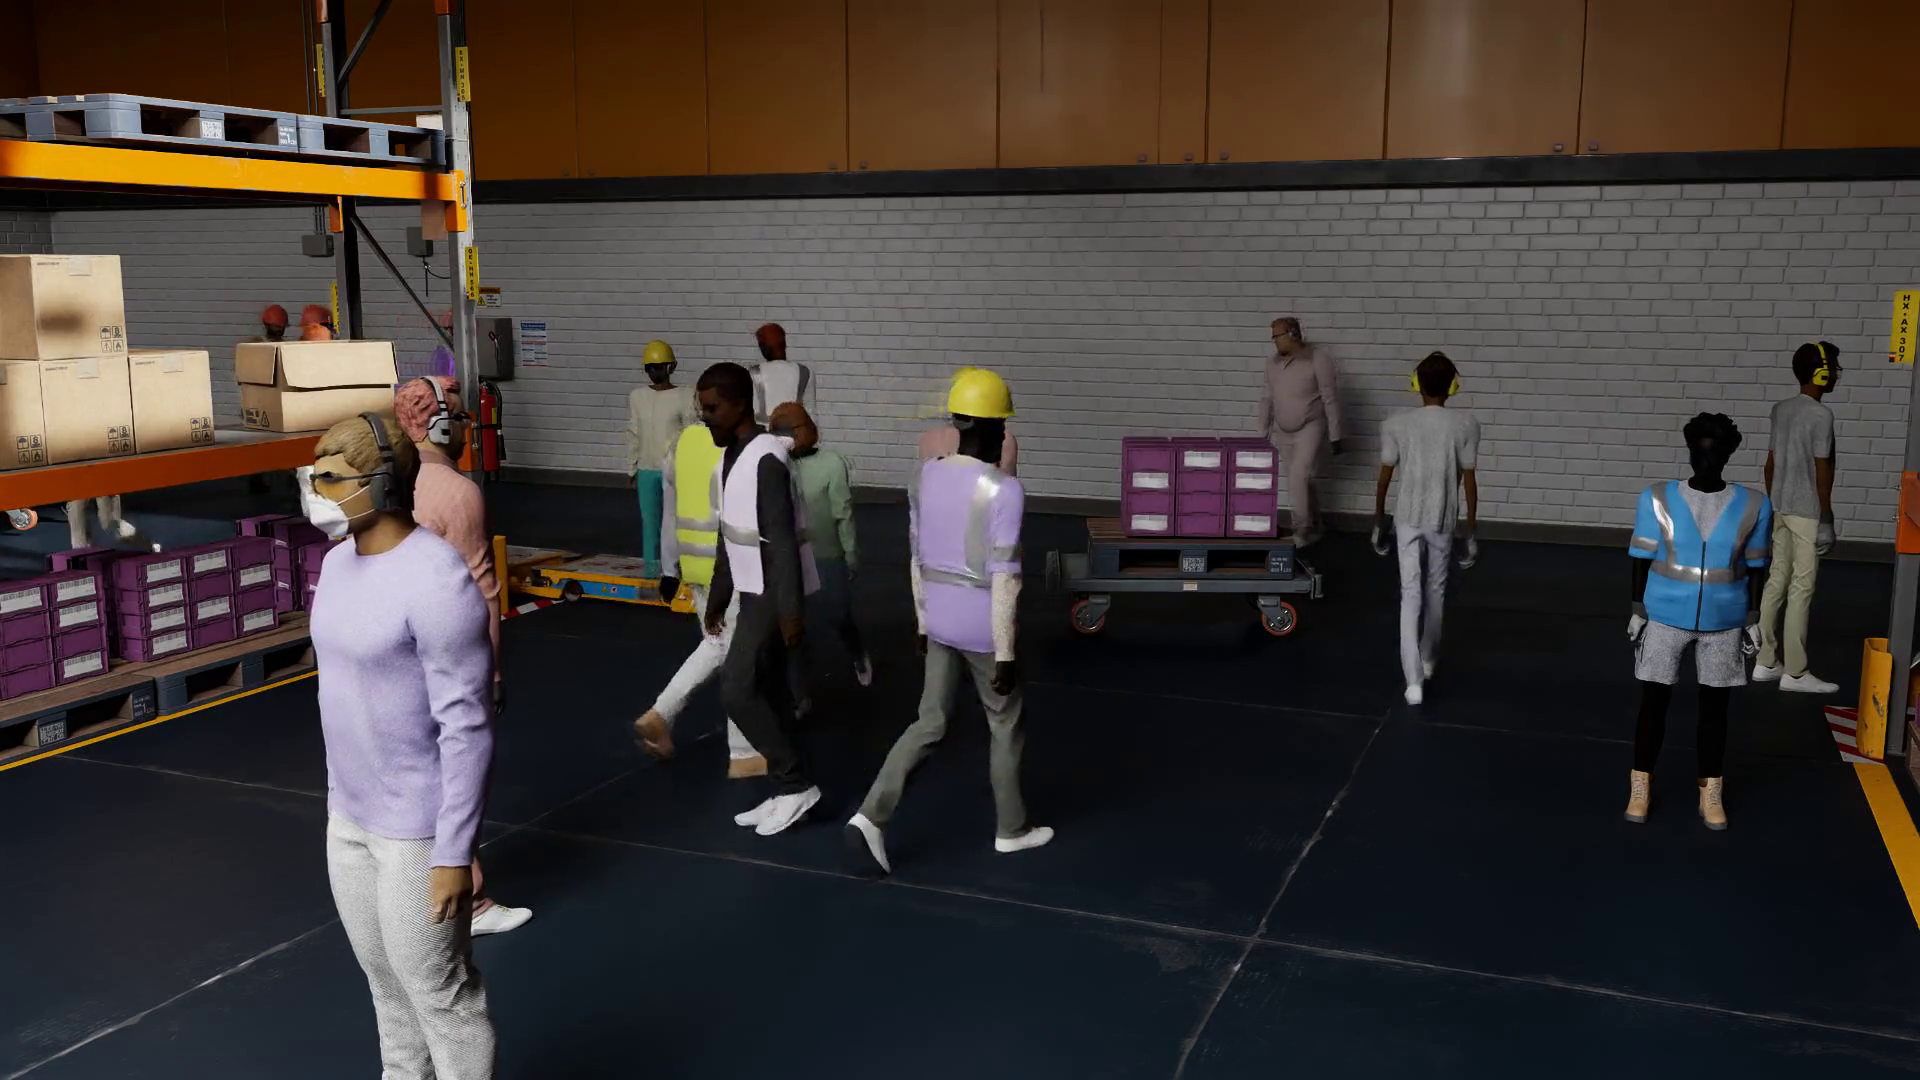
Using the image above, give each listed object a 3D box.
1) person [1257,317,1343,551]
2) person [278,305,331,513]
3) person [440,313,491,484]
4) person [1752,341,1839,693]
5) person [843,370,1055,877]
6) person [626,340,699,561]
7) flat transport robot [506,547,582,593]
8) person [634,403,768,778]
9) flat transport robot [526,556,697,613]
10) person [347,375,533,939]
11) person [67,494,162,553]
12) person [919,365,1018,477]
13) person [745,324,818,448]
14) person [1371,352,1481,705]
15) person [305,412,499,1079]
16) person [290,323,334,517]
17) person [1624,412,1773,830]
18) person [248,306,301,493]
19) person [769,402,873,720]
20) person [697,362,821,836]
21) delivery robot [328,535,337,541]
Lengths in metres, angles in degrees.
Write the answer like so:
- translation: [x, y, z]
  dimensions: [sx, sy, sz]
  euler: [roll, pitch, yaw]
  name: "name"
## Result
- translation: [2.684, -0.837, 13.258]
  dimensions: [0.777, 1.864, 0.665]
  euler: [-7, 11, -35]
  name: "person"
- translation: [-5.890, -1.186, 15.263]
  dimensions: [0.887, 1.901, 0.571]
  euler: [1, 9, 7]
  name: "person"
- translation: [-4.181, -0.998, 14.051]
  dimensions: [0.504, 1.919, 0.542]
  euler: [-5, 11, -28]
  name: "person"
- translation: [4.512, -0.125, 8.912]
  dimensions: [0.329, 1.874, 0.518]
  euler: [-1, 9, -7]
  name: "person"
- translation: [-0.023, 0.315, 6.197]
  dimensions: [0.899, 1.896, 0.592]
  euler: [-9, 13, -43]
  name: "person"
- translation: [-2.035, -0.479, 11.375]
  dimensions: [0.524, 1.769, 0.314]
  euler: [2, 10, 13]
  name: "person"
- translation: [-3.442, 0.178, 11.916]
  dimensions: [1.431, 0.197, 0.652]
  euler: [5, 11, 27]
  name: "flat transport robot"
- translation: [-1.079, 0.162, 7.335]
  dimensions: [0.566, 1.825, 0.627]
  euler: [-8, 12, -40]
  name: "person"
- translation: [-2.176, 0.282, 11.281]
  dimensions: [1.431, 0.197, 0.652]
  euler: [5, 10, 26]
  name: "flat transport robot"
- translation: [-1.758, 0.396, 5.647]
  dimensions: [0.651, 1.906, 0.403]
  euler: [7, 11, 35]
  name: "person"
- translation: [-6.005, -0.450, 11.632]
  dimensions: [0.521, 1.615, 0.666]
  euler: [4, 10, 23]
  name: "person"
- translation: [0.038, -0.016, 8.578]
  dimensions: [0.523, 1.766, 0.315]
  euler: [-1, 9, -4]
  name: "person"
- translation: [-1.380, -0.674, 12.333]
  dimensions: [0.587, 1.840, 0.775]
  euler: [-3, 10, -19]
  name: "person"
- translation: [2.466, -0.079, 8.826]
  dimensions: [0.545, 1.807, 0.968]
  euler: [3, 10, 15]
  name: "person"
- translation: [-1.321, 0.666, 3.914]
  dimensions: [0.638, 1.938, 0.357]
  euler: [9, 13, 44]
  name: "person"
- translation: [-4.556, -0.609, 11.909]
  dimensions: [0.589, 1.847, 0.627]
  euler: [-2, 10, -14]
  name: "person"
- translation: [2.969, 0.326, 6.721]
  dimensions: [0.531, 1.692, 0.320]
  euler: [3, 10, 17]
  name: "person"
- translation: [-6.780, -1.380, 16.510]
  dimensions: [1.034, 1.867, 0.560]
  euler: [5, 10, 26]
  name: "person"
- translation: [-0.736, 0.072, 8.533]
  dimensions: [0.534, 1.598, 0.703]
  euler: [2, 10, 14]
  name: "person"
- translation: [-0.802, 0.234, 6.677]
  dimensions: [0.452, 1.889, 0.625]
  euler: [-3, 10, -20]
  name: "person"
- translation: [-4.476, 0.018, 11.739]
  dimensions: [0.707, 0.478, 0.477]
  euler: [-3, 10, -17]
  name: "delivery robot"
